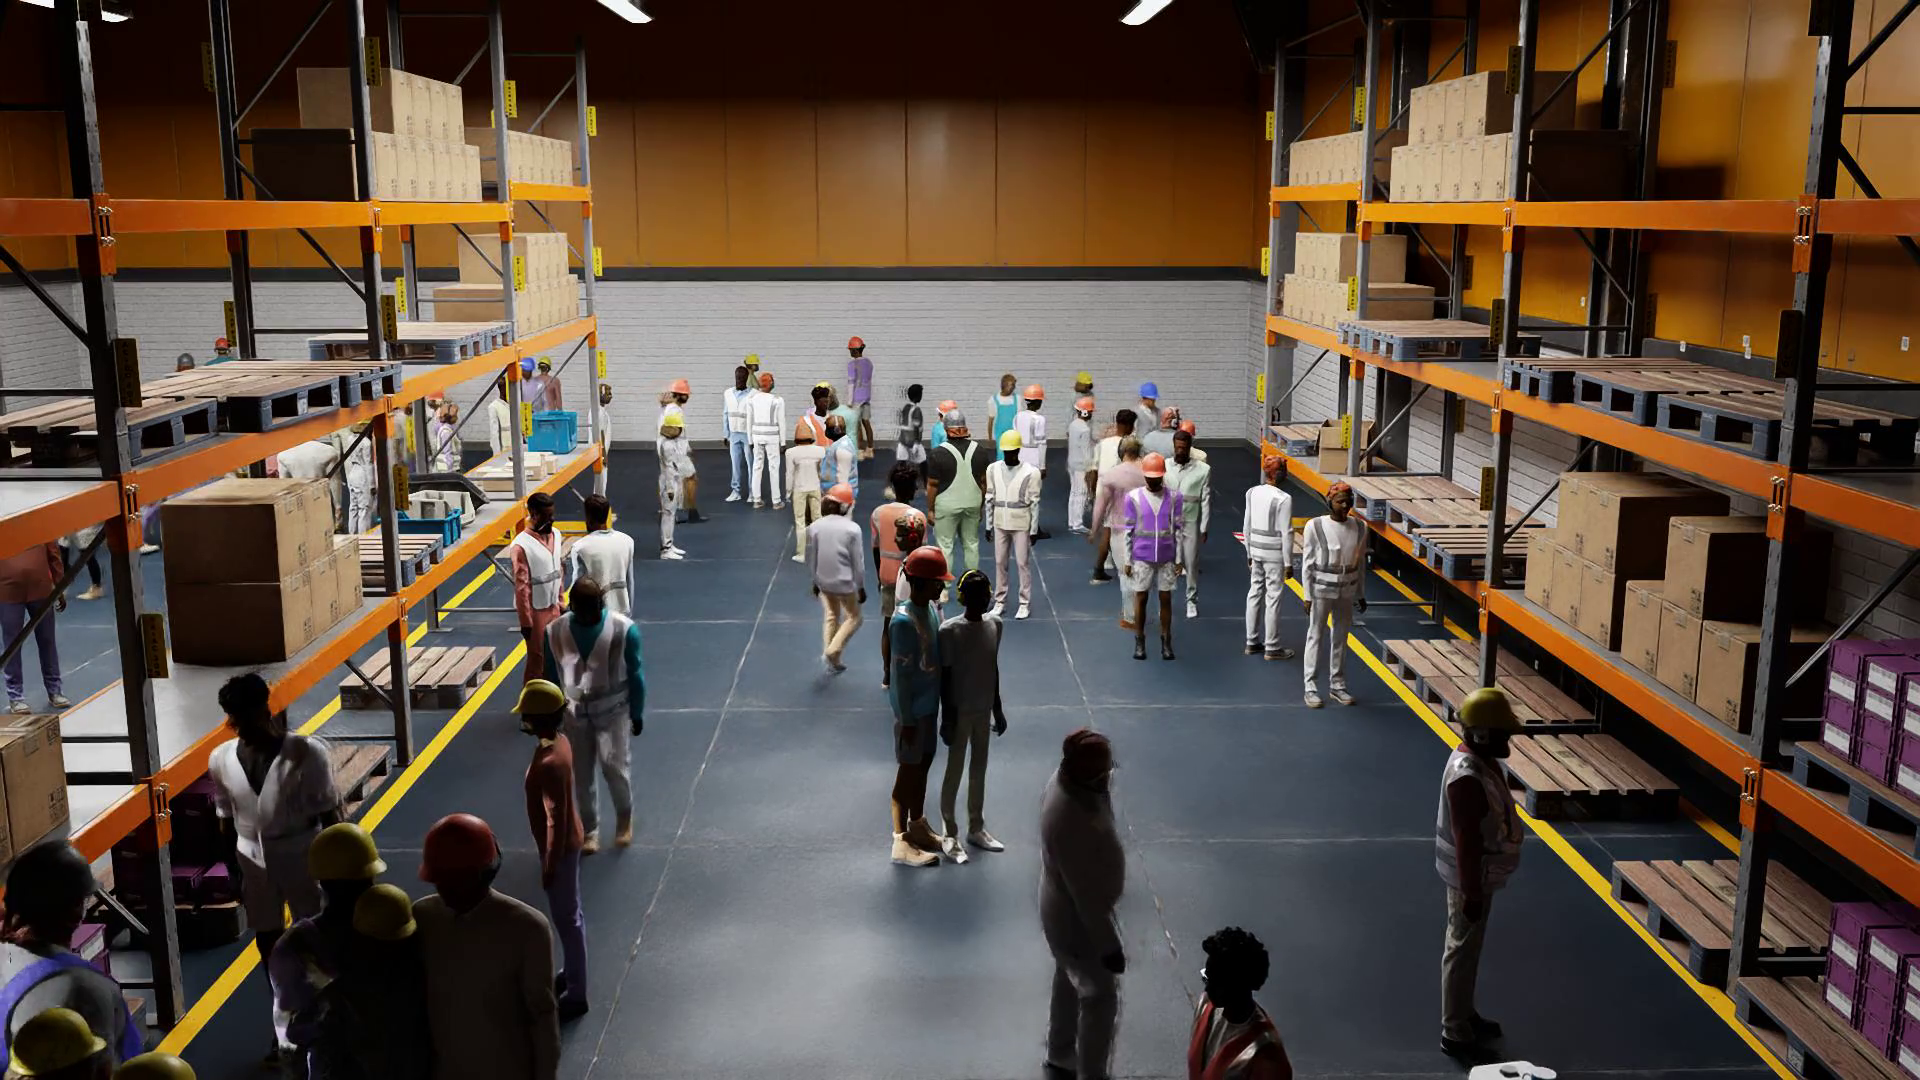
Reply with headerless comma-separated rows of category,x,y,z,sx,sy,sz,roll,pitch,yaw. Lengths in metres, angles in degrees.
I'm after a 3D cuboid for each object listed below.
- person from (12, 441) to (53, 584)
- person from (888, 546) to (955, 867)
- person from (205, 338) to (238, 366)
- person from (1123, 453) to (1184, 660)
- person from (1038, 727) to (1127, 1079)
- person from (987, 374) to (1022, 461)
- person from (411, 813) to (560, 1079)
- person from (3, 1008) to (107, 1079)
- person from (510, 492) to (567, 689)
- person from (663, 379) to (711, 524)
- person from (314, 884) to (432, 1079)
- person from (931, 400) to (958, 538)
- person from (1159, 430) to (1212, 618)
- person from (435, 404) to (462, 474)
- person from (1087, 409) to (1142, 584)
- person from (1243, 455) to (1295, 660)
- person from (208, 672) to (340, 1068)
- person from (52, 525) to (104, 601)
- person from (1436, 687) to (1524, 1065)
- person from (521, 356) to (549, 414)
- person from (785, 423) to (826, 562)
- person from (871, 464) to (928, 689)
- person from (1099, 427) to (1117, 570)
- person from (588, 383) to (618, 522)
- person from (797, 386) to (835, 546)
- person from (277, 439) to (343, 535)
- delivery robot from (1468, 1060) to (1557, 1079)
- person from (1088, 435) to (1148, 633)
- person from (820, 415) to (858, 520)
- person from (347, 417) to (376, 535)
person,-9.970,-0.305,17.875,0.523,1.760,0.329,2,12,11
person,-0.233,1.035,10.470,0.404,2.035,0.606,4,12,17
person,-12.111,-2.342,27.491,0.611,1.995,0.375,-4,12,-19
person,1.765,0.151,15.182,0.548,1.924,0.387,0,11,-2
person,0.567,1.699,7.560,0.426,1.870,0.687,0,11,-2
person,0.630,-1.479,23.664,0.503,1.793,0.819,-4,12,-19
person,-1.759,1.935,6.077,0.618,1.985,0.408,3,12,15
person,-2.709,2.256,5.093,0.485,1.737,0.315,10,15,41
person,-3.330,0.555,13.195,0.401,1.908,0.597,3,12,16
person,-3.575,-1.152,21.720,0.718,1.913,0.543,-5,12,-22
person,-2.060,2.067,6.046,0.487,1.736,0.326,-10,15,-41
person,-0.179,-0.894,20.873,0.348,1.740,0.574,-3,12,-14
person,2.236,-0.168,16.801,0.589,1.912,0.392,3,12,16
person,-6.565,-0.944,21.395,0.321,1.631,0.527,-11,15,-43
person,1.785,-0.492,18.397,0.961,1.916,0.624,-9,15,-39
person,2.838,0.155,15.248,0.342,1.882,0.579,-7,13,-31
person,-3.271,1.546,8.142,0.661,1.940,0.695,1,11,5
person,-9.375,-0.162,17.360,0.730,1.665,0.549,-9,14,-38
person,2.518,1.607,8.092,0.404,1.836,0.590,4,12,20
person,-6.479,-1.801,24.957,0.654,1.924,0.465,-5,12,-22
person,-1.805,-0.556,19.441,0.503,1.632,0.289,-5,12,-22
person,-0.482,0.329,14.167,0.603,1.967,0.367,9,15,39
person,1.722,-0.476,19.035,0.310,1.636,0.522,4,12,18
person,-4.712,-1.143,21.880,0.350,1.838,0.510,-3,12,-15
person,-1.711,-0.916,20.409,0.600,1.967,0.368,-9,14,-37
person,-6.895,-0.367,17.727,0.635,1.939,0.366,-1,11,-7
delivery robot,2.414,2.436,6.920,0.477,0.478,0.707,-2,12,-12
person,1.616,-0.081,16.376,0.658,1.908,0.791,-5,13,-25
person,-1.354,-0.493,18.636,0.429,1.836,0.632,-1,11,-6
person,-7.125,-0.692,19.884,0.488,1.736,0.366,11,16,44
